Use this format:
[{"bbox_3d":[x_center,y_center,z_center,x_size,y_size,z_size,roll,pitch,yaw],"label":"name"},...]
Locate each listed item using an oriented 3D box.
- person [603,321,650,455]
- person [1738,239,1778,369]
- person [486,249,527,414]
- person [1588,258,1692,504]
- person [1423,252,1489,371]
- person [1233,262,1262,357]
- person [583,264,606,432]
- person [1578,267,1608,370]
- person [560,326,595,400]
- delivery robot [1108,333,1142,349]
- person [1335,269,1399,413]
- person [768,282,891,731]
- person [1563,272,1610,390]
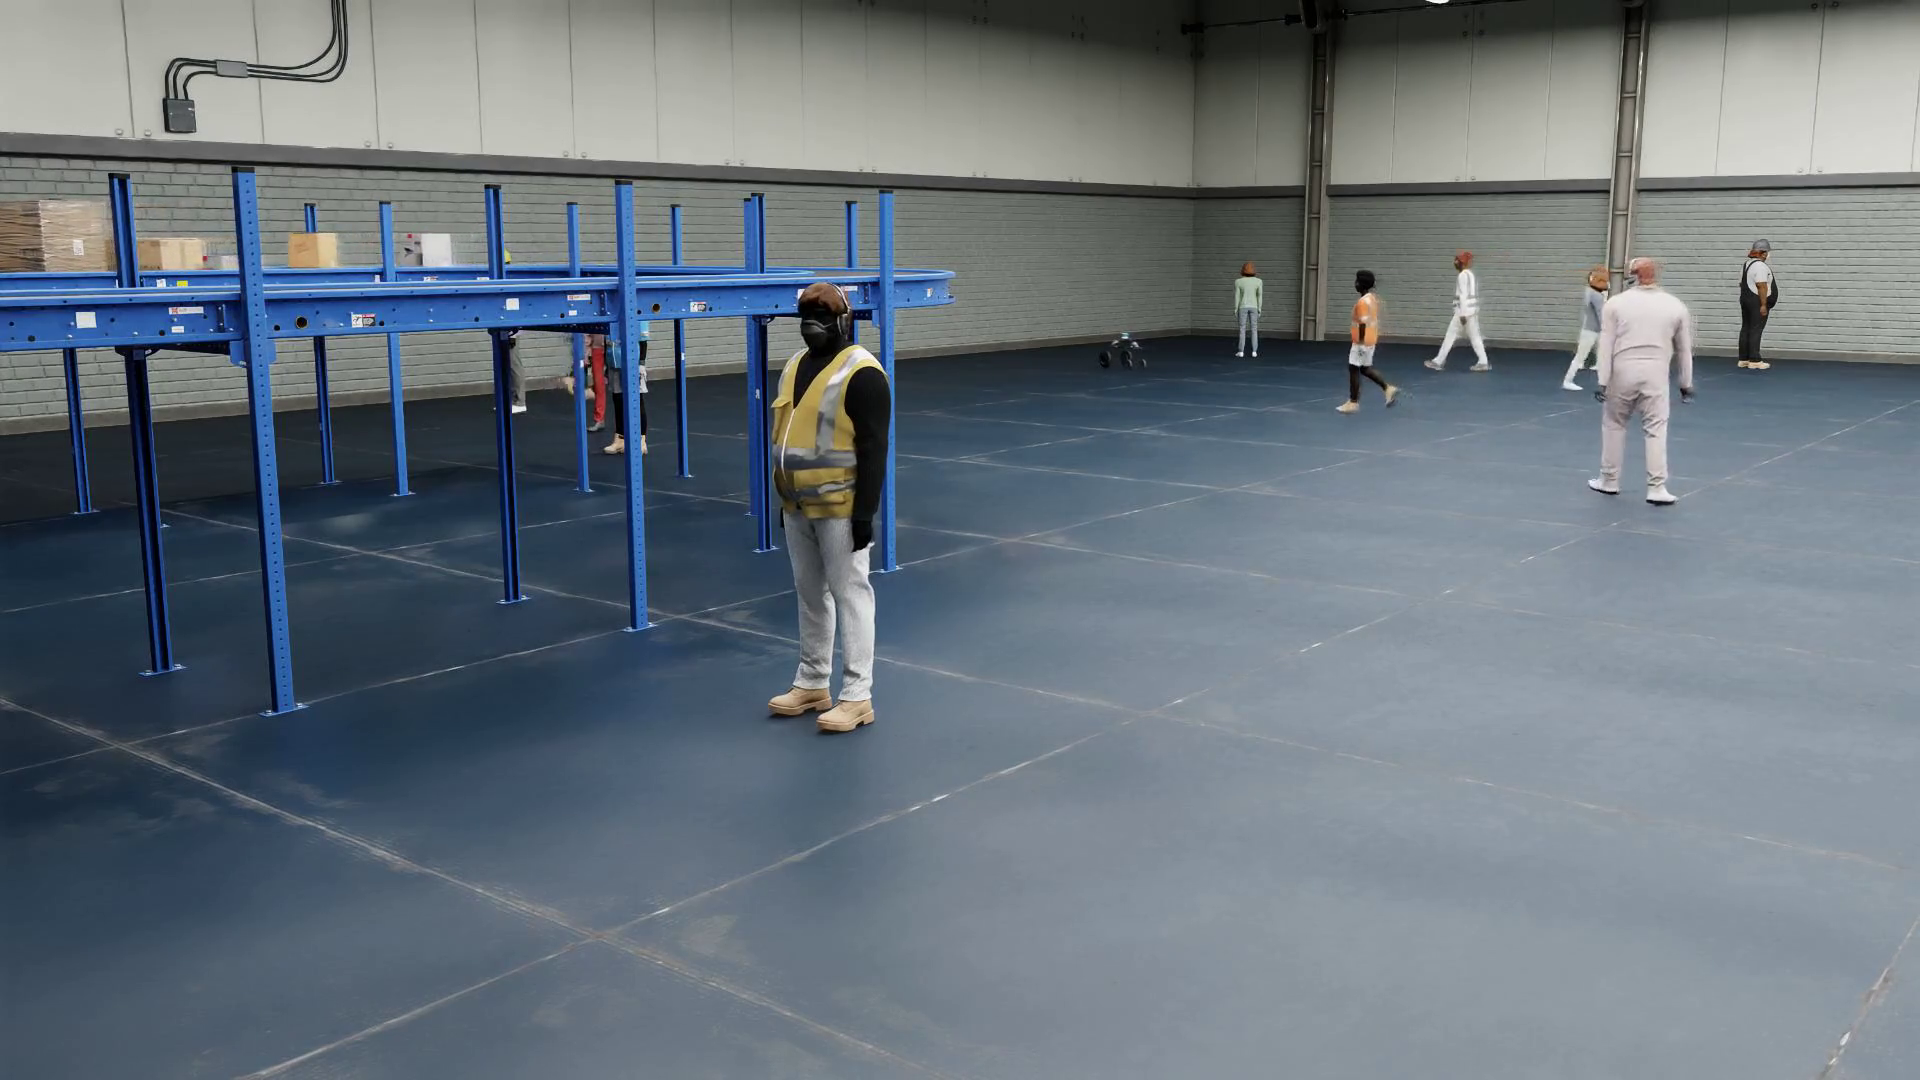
[{"bbox_3d":[-3.161,-1.649,15.682,0.540,1.699,0.316,6,12,30],"label":"person"},{"bbox_3d":[12.689,-3.738,26.427,0.537,2.000,0.679,0,10,0],"label":"person"},{"bbox_3d":[-5.297,-2.441,19.446,0.384,1.923,0.590,-5,11,-26],"label":"person"},{"bbox_3d":[5.315,-1.246,12.974,0.732,1.868,0.763,2,10,10],"label":"person"},{"bbox_3d":[7.790,-3.542,25.823,1.004,1.828,0.604,6,12,31],"label":"person"},{"bbox_3d":[5.000,-4.004,28.914,0.500,1.633,0.279,-1,10,-3],"label":"person"},{"bbox_3d":[-3.722,-2.014,17.542,0.549,1.763,0.338,1,10,7],"label":"person"},{"bbox_3d":[9.832,-3.440,25.865,0.686,1.595,0.526,-5,11,-26],"label":"person"},{"bbox_3d":[-4.819,-2.603,21.023,0.566,1.684,0.542,-10,14,-44],"label":"person"},{"bbox_3d":[2.617,-3.166,26.395,0.335,0.223,0.698,-6,12,-29],"label":"delivery robot"},{"bbox_3d":[4.774,-2.321,19.436,0.628,1.682,0.542,5,12,28],"label":"person"},{"bbox_3d":[-0.567,-0.143,6.940,0.429,1.844,0.630,-9,14,-41],"label":"person"},{"bbox_3d":[8.588,-2.800,22.367,0.878,1.579,0.512,4,11,20],"label":"person"}]
